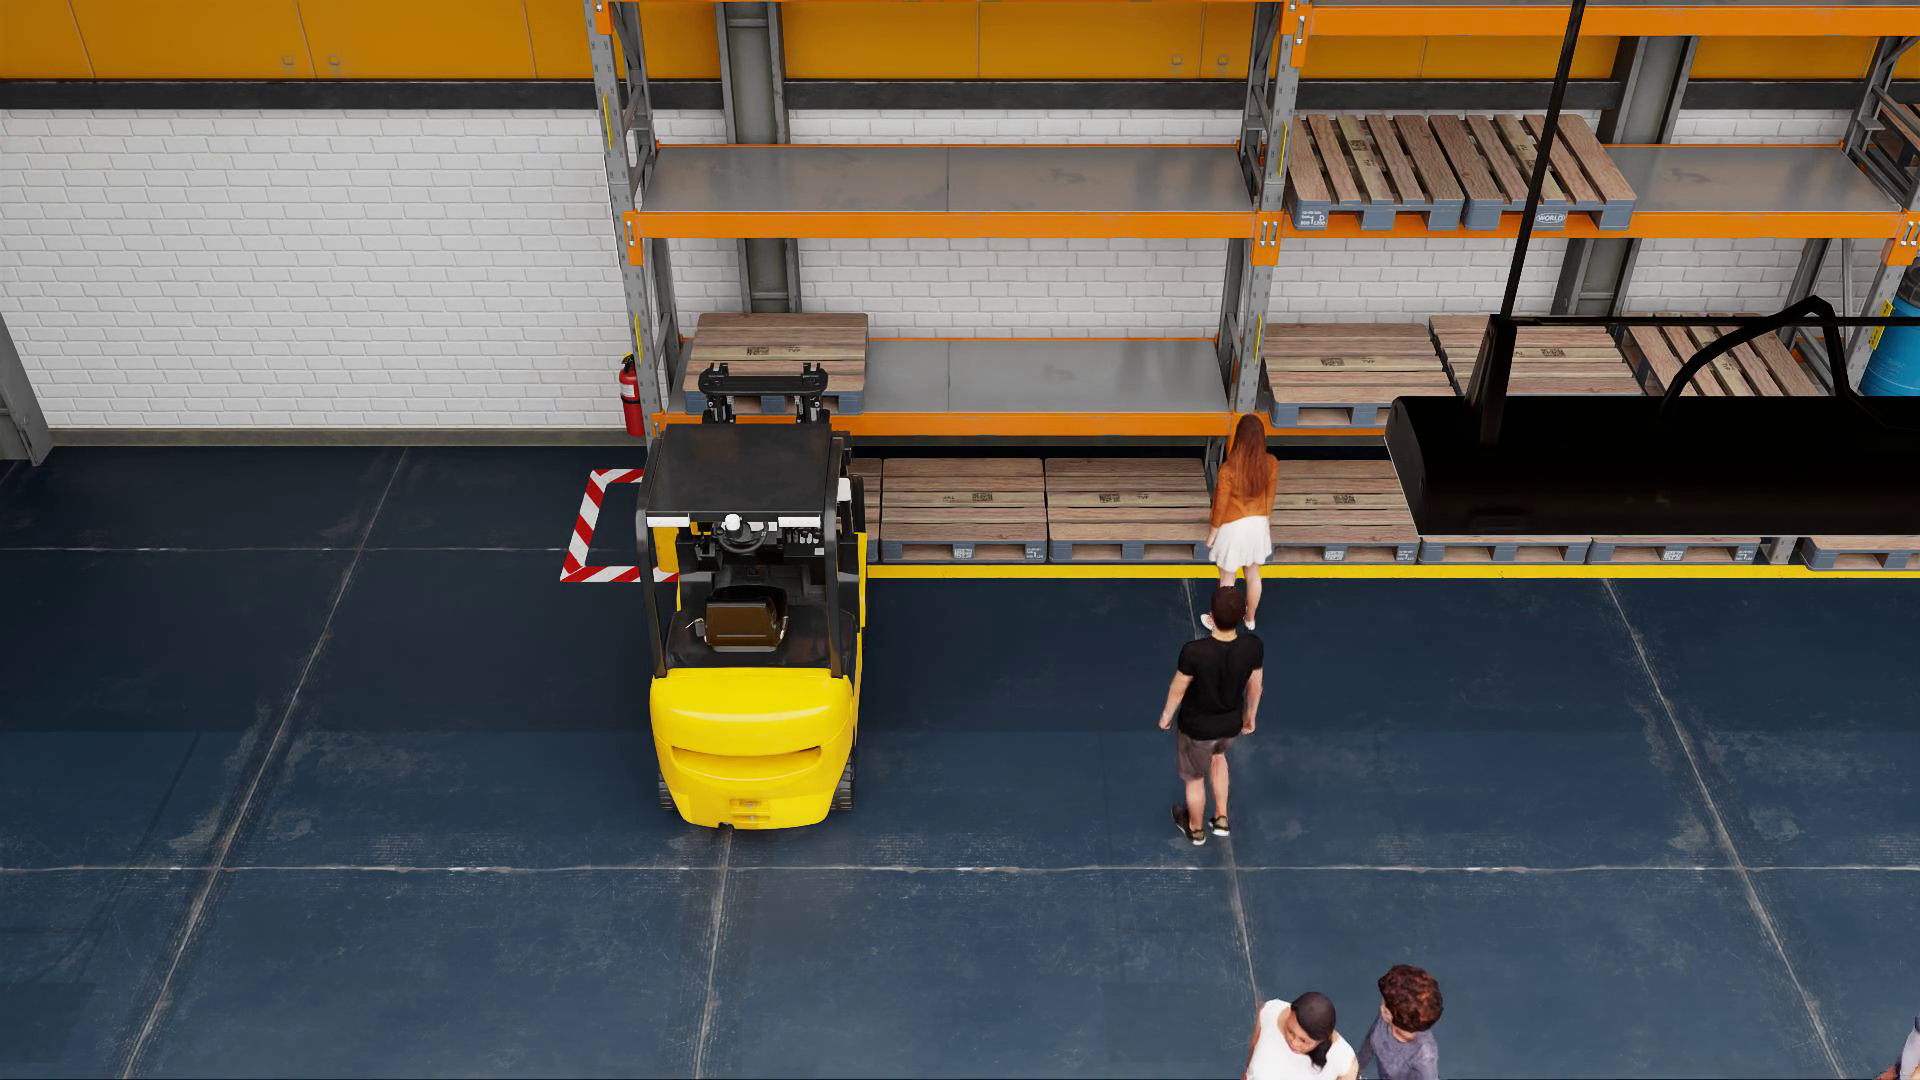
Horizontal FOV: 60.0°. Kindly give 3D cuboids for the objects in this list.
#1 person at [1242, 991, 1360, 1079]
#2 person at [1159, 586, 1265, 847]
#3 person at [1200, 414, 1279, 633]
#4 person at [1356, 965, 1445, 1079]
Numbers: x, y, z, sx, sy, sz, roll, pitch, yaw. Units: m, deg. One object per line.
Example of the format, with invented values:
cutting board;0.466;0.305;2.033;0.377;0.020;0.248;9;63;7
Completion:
person;1.546;2.578;7.667;0.847;1.675;0.912;25;45;28
person;1.452;1.083;9.401;0.743;1.846;0.842;-13;40;-16
person;1.858;-0.074;10.949;0.619;1.722;0.745;-13;40;-15
person;2.122;2.568;7.682;1.127;1.672;0.719;-7;39;-8
